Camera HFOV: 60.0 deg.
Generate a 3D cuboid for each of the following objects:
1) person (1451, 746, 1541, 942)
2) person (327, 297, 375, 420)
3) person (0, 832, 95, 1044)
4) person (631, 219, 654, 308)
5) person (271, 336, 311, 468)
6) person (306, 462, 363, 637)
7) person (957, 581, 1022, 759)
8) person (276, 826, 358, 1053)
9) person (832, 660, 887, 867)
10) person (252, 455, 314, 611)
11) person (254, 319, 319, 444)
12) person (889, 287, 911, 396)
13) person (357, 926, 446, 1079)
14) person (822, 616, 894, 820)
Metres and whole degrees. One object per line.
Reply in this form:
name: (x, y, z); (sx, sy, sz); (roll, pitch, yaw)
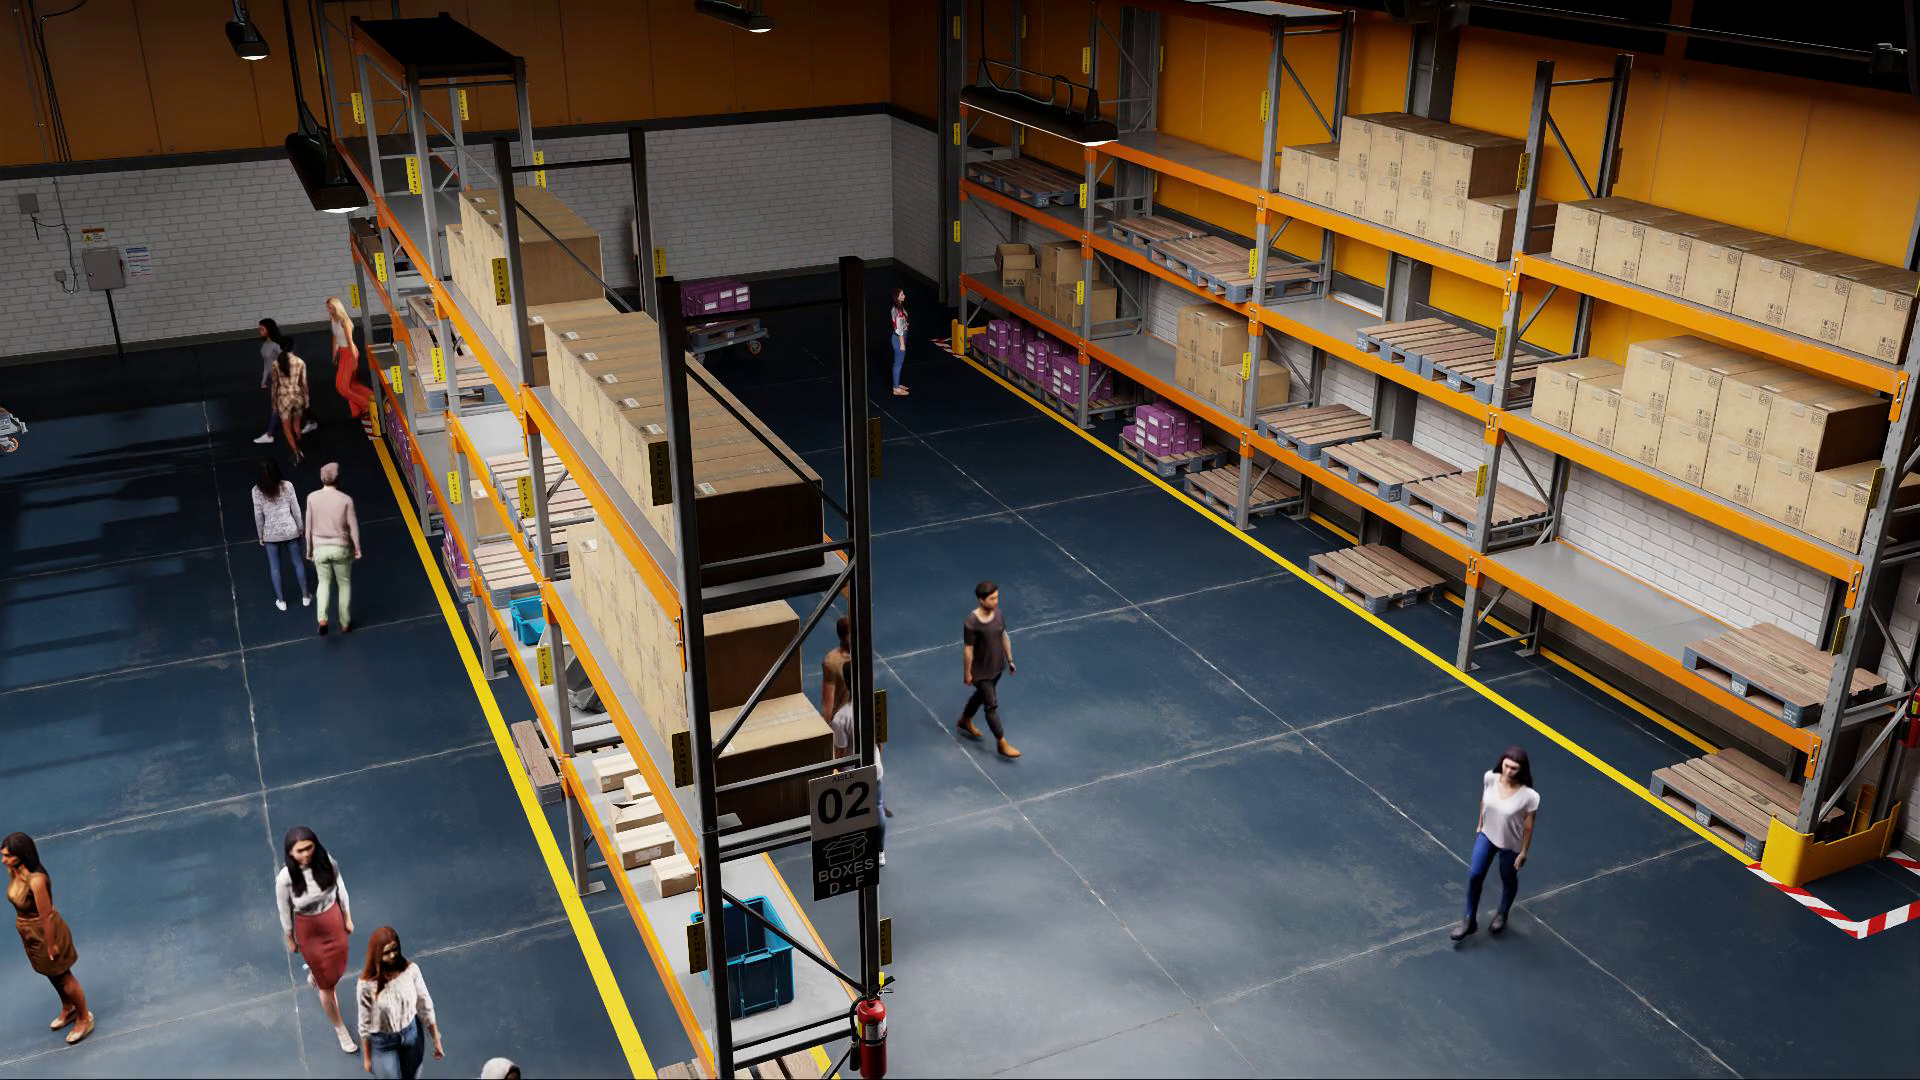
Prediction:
person: (4.168, 2.269, 12.636); (0.848, 1.662, 0.854); (21, 31, 39)
person: (-8.583, -2.591, 23.602); (0.818, 1.784, 0.842); (21, 31, 40)
person: (-6.348, 2.741, 11.529); (0.591, 1.683, 0.698); (17, 29, 33)
person: (-5.520, -4.996, 29.009); (0.679, 1.858, 0.687); (17, 29, 34)
person: (-8.700, -1.736, 21.678); (0.638, 1.758, 0.878); (-12, 26, -25)
person: (-6.513, 0.164, 17.224); (0.858, 1.843, 0.993); (-5, 24, -12)
person: (0.187, 1.125, 15.234); (1.153, 1.677, 0.920); (19, 30, 37)
person: (-4.450, 2.711, 11.538); (0.762, 1.732, 1.049); (-18, 29, -35)
person: (-0.803, 1.828, 13.363); (0.738, 1.887, 0.683); (-21, 31, -39)
person: (-7.340, -0.088, 17.940); (0.610, 1.731, 0.512); (-10, 26, -22)
person: (-9.231, -2.199, 22.818); (0.873, 1.692, 1.147); (-19, 30, -36)
person: (-0.912, -2.967, 24.674); (0.716, 1.614, 0.577); (-1, 24, -2)
person: (-3.598, 3.150, 10.548); (0.688, 1.720, 0.772); (-17, 29, -34)
person: (-1.026, 1.465, 14.291); (1.338, 1.810, 1.059); (17, 29, 34)
